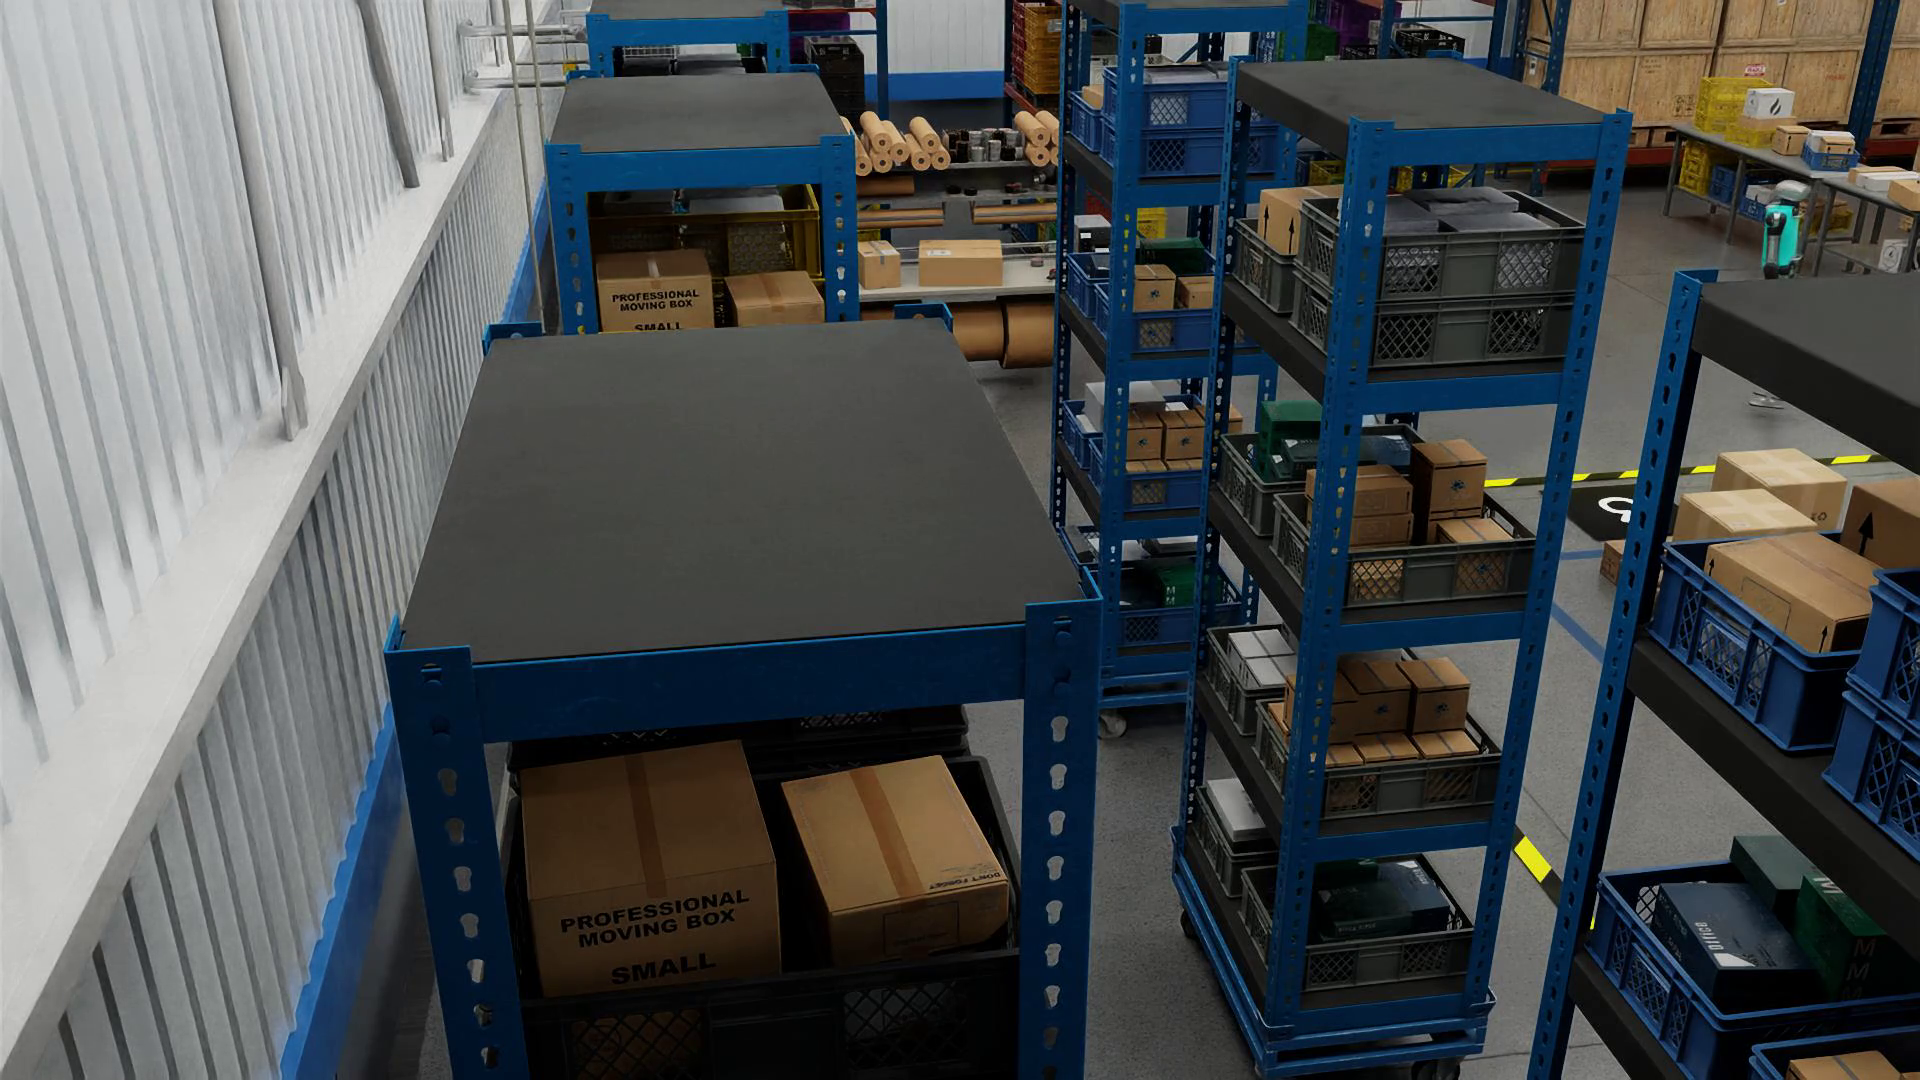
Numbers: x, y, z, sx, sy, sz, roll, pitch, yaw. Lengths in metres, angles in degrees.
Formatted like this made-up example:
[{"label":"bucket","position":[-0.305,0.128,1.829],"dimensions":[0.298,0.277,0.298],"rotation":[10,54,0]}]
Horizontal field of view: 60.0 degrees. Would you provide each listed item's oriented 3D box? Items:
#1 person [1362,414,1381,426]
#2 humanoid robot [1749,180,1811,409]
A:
[{"label":"person","position":[1.821,0.199,7.974],"dimensions":[0.597,1.849,0.388],"rotation":[-2,25,-5]},{"label":"humanoid robot","position":[6.204,-1.776,12.241],"dimensions":[0.735,1.677,0.533],"rotation":[17,30,32]}]
